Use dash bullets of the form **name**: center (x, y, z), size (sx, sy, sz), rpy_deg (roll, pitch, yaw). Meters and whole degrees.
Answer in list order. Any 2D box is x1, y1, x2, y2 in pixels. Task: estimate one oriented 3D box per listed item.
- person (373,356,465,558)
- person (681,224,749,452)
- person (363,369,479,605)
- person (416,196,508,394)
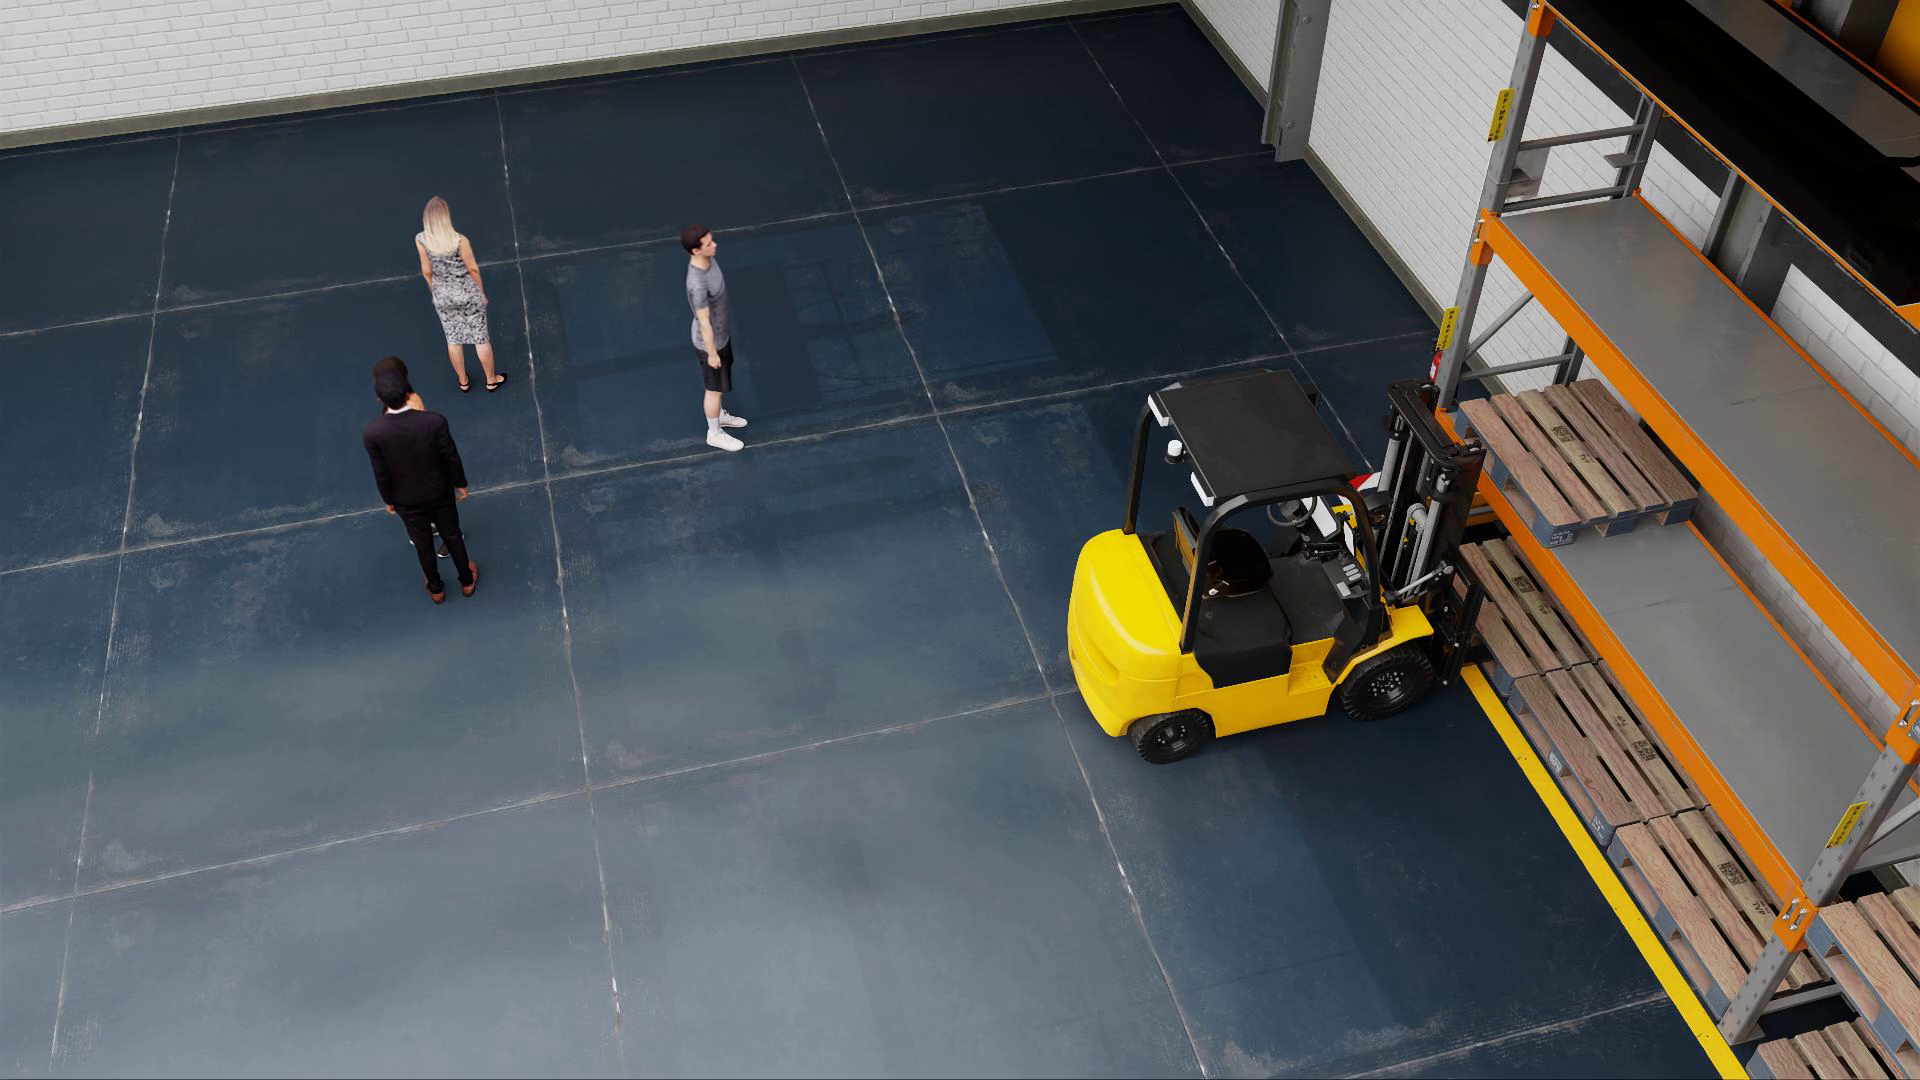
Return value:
- **person**: center (-3.709, -0.590, 11.369), size (0.625, 1.643, 0.691), rpy_deg (23, 48, 23)
- **person**: center (-1.827, -1.505, 12.164), size (0.773, 1.871, 0.584), rpy_deg (1, 44, 1)
- **person**: center (-3.541, -0.337, 10.930), size (0.721, 1.883, 0.574), rpy_deg (-15, 46, -15)
- **person**: center (-3.822, -1.841, 12.638), size (0.625, 1.705, 0.588), rpy_deg (2, 44, 2)
